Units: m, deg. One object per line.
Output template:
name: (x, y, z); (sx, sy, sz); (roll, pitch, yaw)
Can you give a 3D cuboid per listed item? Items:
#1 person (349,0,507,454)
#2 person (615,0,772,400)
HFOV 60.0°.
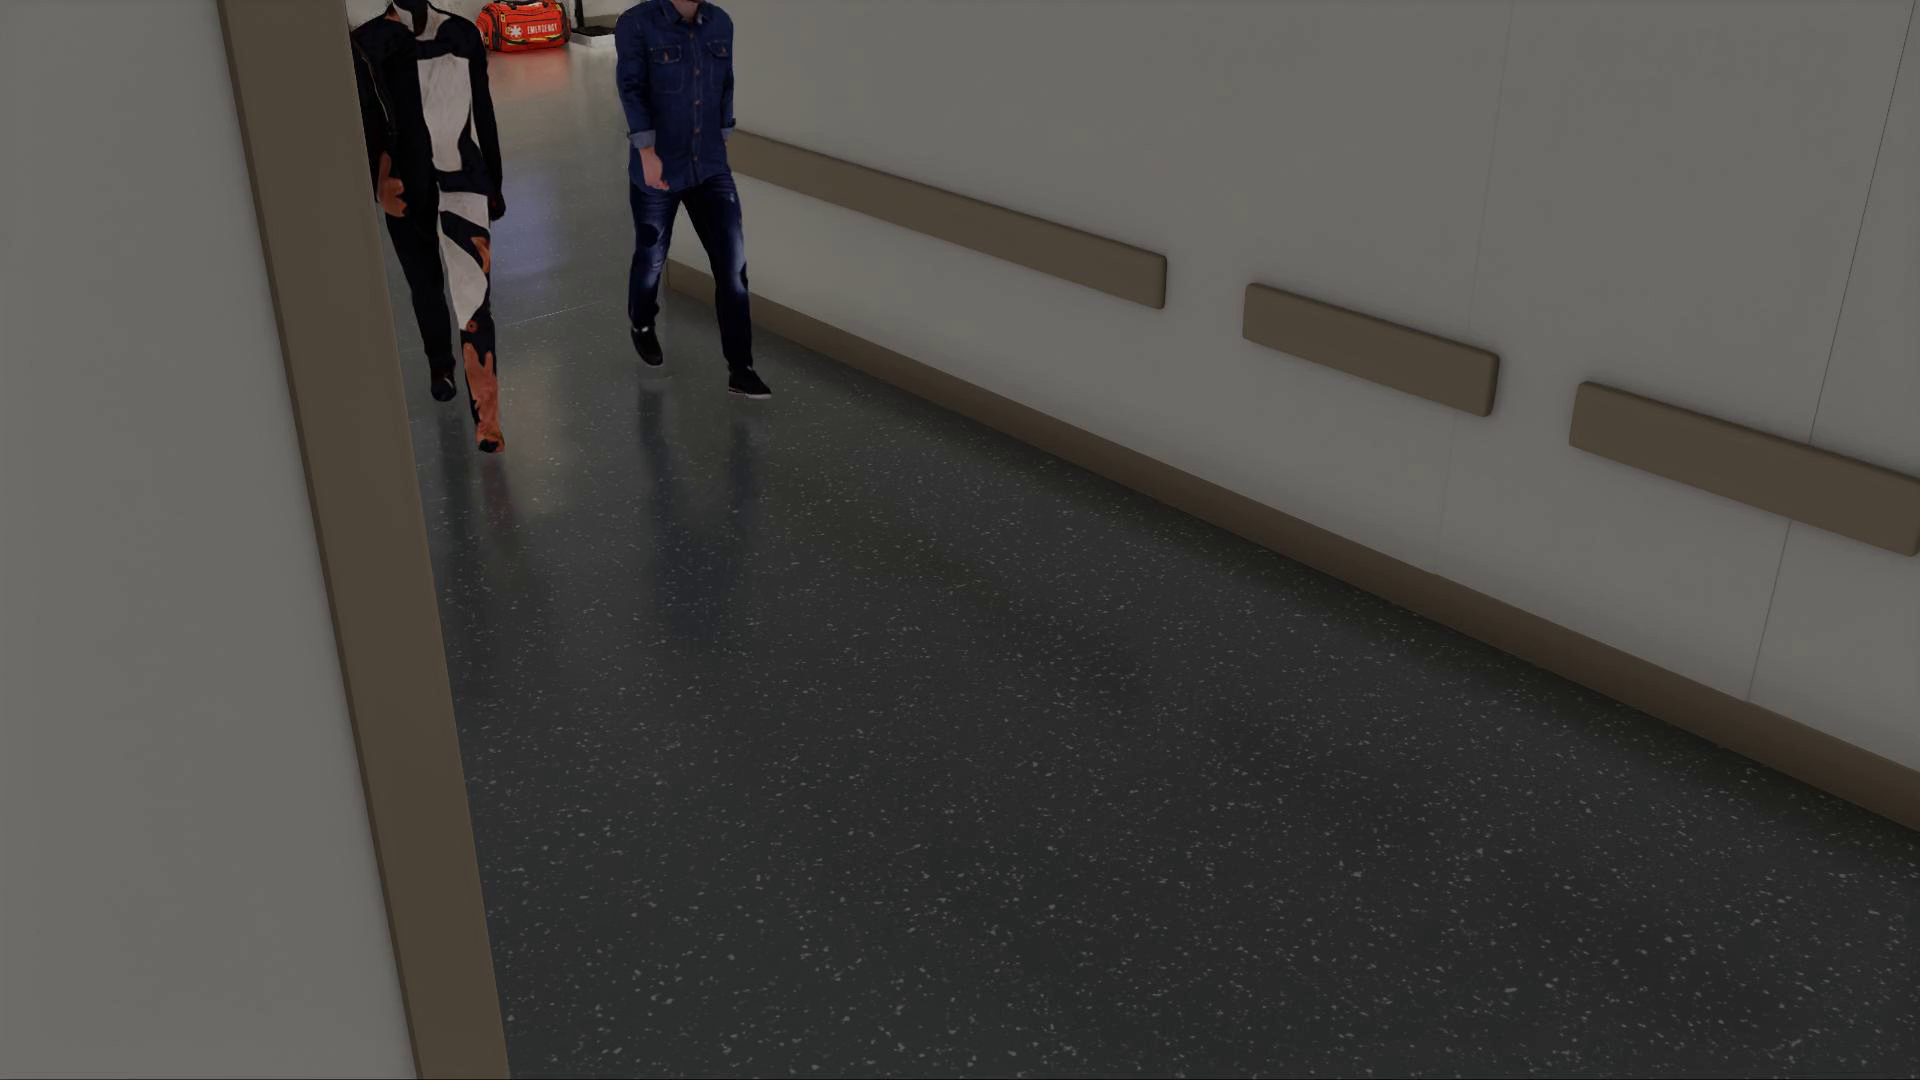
person: (-2.009, -1.317, 6.326); (1.263, 1.847, 1.076); (-8, 27, -16)
person: (-1.176, -1.481, 6.745); (1.168, 1.778, 0.861); (-16, 30, -30)
